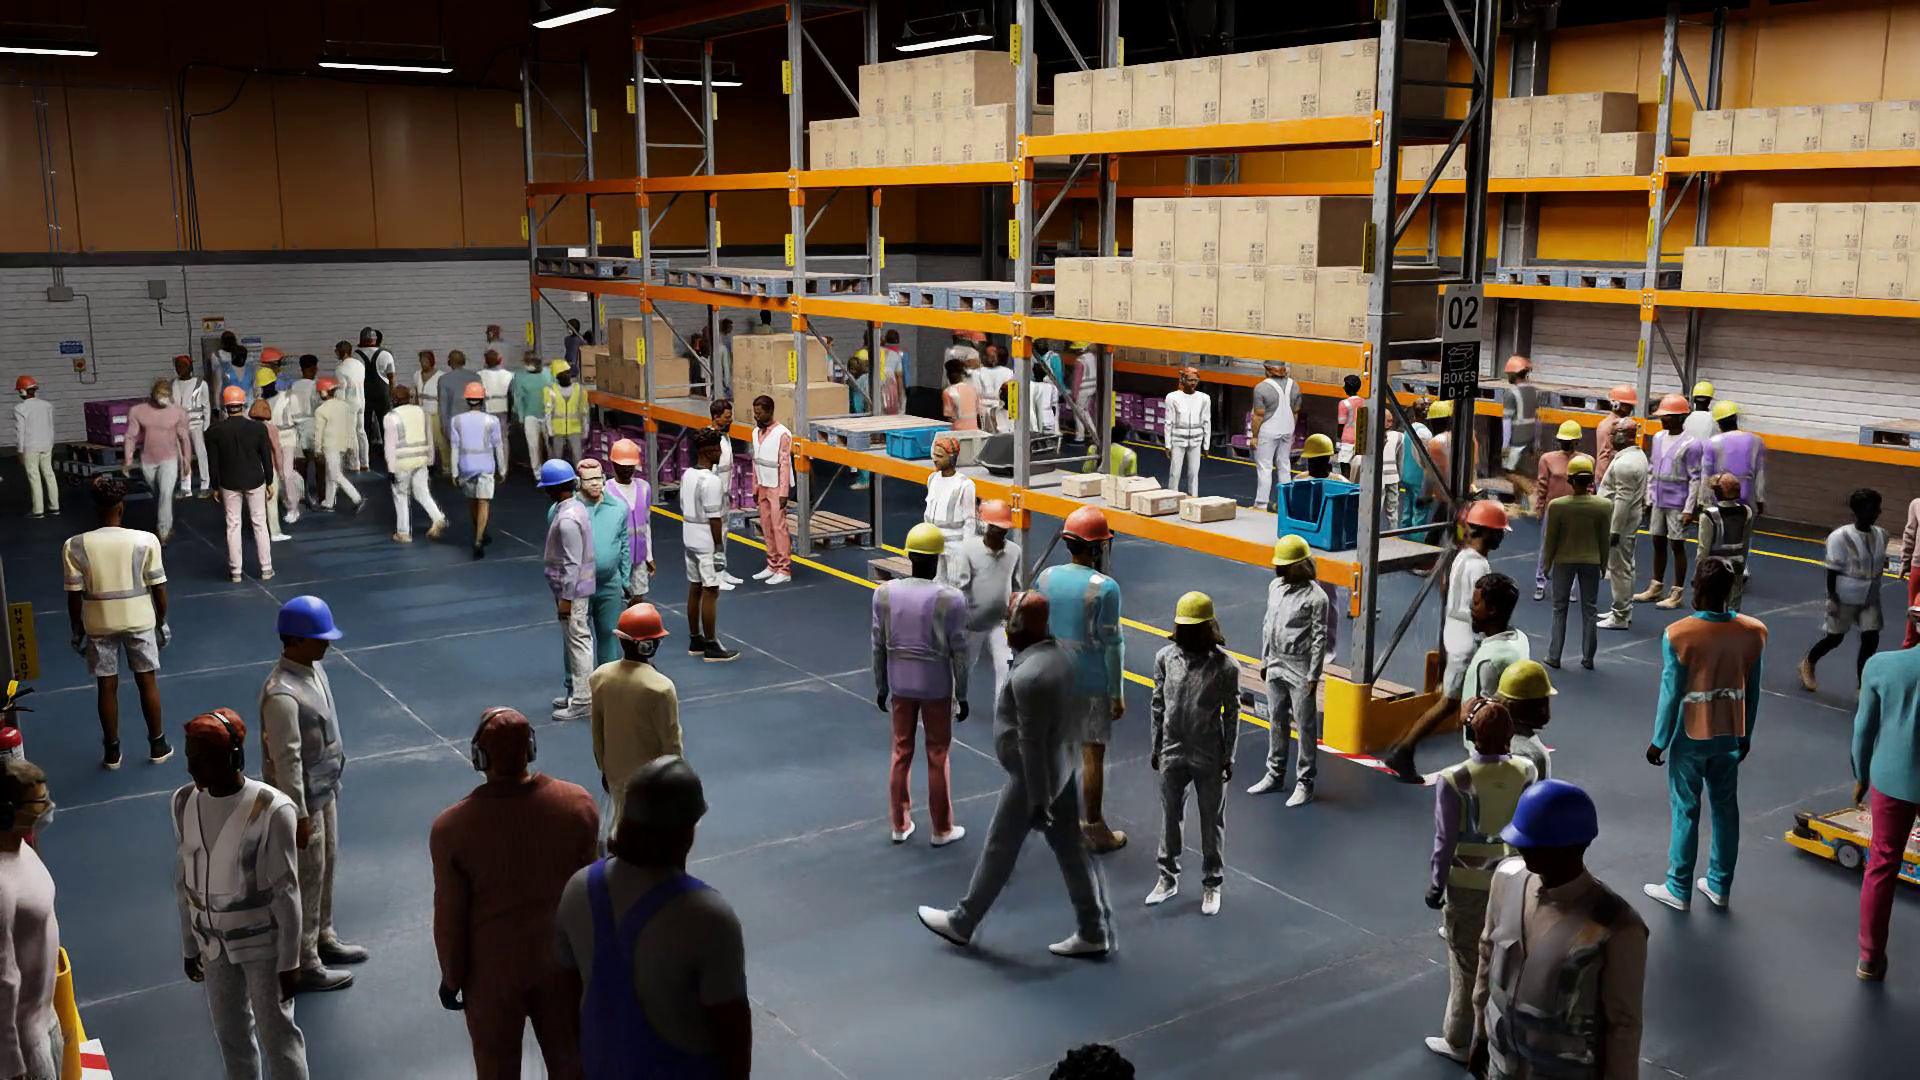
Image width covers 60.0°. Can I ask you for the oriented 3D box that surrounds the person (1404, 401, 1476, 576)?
[{"bbox_3d":[4.917,-0.469,16.770,1.075,1.850,0.573,11,15,43],"label":"person"}]

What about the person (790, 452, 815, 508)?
[{"bbox_3d":[-2.034,-1.349,21.032,0.376,1.934,0.546,-6,12,-27],"label":"person"}]

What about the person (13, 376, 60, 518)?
[{"bbox_3d":[-11.407,-1.150,20.479,0.346,1.746,0.572,3,12,16],"label":"person"}]

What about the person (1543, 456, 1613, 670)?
[{"bbox_3d":[5.039,0.188,13.623,0.525,1.760,0.332,1,11,7],"label":"person"}]

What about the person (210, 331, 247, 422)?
[{"bbox_3d":[-11.642,-2.398,26.564,0.568,1.878,0.353,-11,15,-44],"label":"person"}]

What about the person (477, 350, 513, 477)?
[{"bbox_3d":[-6.698,-1.816,23.797,0.586,1.781,0.975,-8,14,-36],"label":"person"}]

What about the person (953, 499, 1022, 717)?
[{"bbox_3d":[0.176,0.525,12.025,0.560,1.711,0.888,-4,12,-21],"label":"person"}]

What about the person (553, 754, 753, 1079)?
[{"bbox_3d":[-0.941,1.666,5.327,0.691,2.000,0.605,7,13,32],"label":"person"}]

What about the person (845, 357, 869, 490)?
[{"bbox_3d":[-1.392,-1.573,22.474,0.424,1.817,0.575,-8,14,-37],"label":"person"}]

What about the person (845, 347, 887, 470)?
[{"bbox_3d":[-1.260,-1.939,24.395,0.944,1.804,0.579,-11,15,-43],"label":"person"}]

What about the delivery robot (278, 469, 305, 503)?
[{"bbox_3d":[-8.541,-0.730,21.163,0.477,0.478,0.707,-5,12,-23],"label":"delivery robot"}]

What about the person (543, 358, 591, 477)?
[{"bbox_3d":[-5.075,-1.426,21.560,0.605,1.893,0.701,-3,11,-14],"label":"person"}]

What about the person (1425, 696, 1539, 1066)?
[{"bbox_3d":[2.278,1.487,7.268,0.513,1.642,0.313,-4,12,-18],"label":"person"}]

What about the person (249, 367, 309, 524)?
[{"bbox_3d":[-8.247,-1.140,20.070,0.606,1.886,0.761,1,11,5],"label":"person"}]

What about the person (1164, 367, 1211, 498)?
[{"bbox_3d":[2.765,-1.164,20.247,0.581,1.879,0.365,-1,11,-6],"label":"person"}]

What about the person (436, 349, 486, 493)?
[{"bbox_3d":[-6.653,-1.583,22.251,0.630,1.927,0.491,-10,15,-42],"label":"person"}]

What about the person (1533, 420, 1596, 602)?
[{"bbox_3d":[5.804,-0.276,15.975,0.526,1.765,0.329,3,11,15],"label":"person"}]

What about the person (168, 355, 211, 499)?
[{"bbox_3d":[-10.120,-1.478,21.827,0.575,1.882,0.355,1,11,3],"label":"person"}]

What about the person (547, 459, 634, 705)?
[{"bbox_3d":[-2.745,0.336,12.473,0.637,1.911,0.403,-7,13,-34],"label":"person"}]

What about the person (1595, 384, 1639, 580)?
[{"bbox_3d":[6.706,-0.604,17.064,0.377,1.995,0.611,9,14,40],"label":"person"}]

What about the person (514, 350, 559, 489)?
[{"bbox_3d":[-5.694,-1.629,22.571,0.679,1.893,0.774,-2,11,-8],"label":"person"}]

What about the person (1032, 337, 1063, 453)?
[{"bbox_3d":[1.368,-2.268,26.084,0.433,1.807,0.702,-7,13,-32],"label":"person"}]

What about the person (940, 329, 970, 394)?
[{"bbox_3d":[0.017,-2.563,27.341,0.597,1.899,0.860,-7,13,-32],"label":"person"}]

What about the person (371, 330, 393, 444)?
[{"bbox_3d":[-9.441,-2.488,27.065,0.503,1.861,0.329,-11,15,-43],"label":"person"}]

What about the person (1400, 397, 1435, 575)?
[{"bbox_3d":[4.770,-0.567,17.254,0.345,1.846,0.508,-2,11,-12],"label":"person"}]

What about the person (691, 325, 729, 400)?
[{"bbox_3d":[-4.122,-2.577,27.389,0.652,1.906,0.403,-1,11,-7],"label":"person"}]

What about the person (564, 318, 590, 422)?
[{"bbox_3d":[-6.658,-2.894,28.962,0.639,1.925,0.366,10,15,41],"label":"person"}]

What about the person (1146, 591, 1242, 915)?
[{"bbox_3d":[1.238,1.126,8.856,0.488,1.743,0.295,5,12,24],"label":"person"}]

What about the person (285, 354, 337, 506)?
[{"bbox_3d":[-8.255,-1.388,21.175,0.606,1.957,0.373,3,11,13],"label":"person"}]

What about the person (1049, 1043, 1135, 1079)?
[{"bbox_3d":[0.325,2.070,4.151,0.532,1.694,0.319,3,12,16],"label":"person"}]

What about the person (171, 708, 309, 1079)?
[{"bbox_3d":[-2.746,1.549,6.360,0.568,1.878,0.351,4,12,19],"label":"person"}]

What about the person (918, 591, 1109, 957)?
[{"bbox_3d":[0.315,1.175,8.330,1.012,1.848,0.666,4,12,19],"label":"person"}]

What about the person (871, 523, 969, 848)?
[{"bbox_3d":[-0.219,0.850,9.796,0.594,1.924,0.382,4,12,20],"label":"person"}]

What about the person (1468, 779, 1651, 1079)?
[{"bbox_3d":[1.905,1.699,5.410,0.402,1.941,0.602,-6,13,-29],"label":"person"}]

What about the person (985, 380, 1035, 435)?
[{"bbox_3d":[0.551,-0.849,18.600,0.585,1.882,0.337,1,11,4],"label":"person"}]

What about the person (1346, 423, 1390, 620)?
[{"bbox_3d":[3.726,-0.186,15.337,0.395,1.836,0.561,3,11,14],"label":"person"}]

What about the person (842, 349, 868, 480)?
[{"bbox_3d":[-1.370,-1.770,23.433,0.590,1.837,0.404,-8,14,-36],"label":"person"}]

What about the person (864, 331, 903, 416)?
[{"bbox_3d":[-1.239,-2.275,25.496,0.701,2.000,0.886,-3,11,-16],"label":"person"}]

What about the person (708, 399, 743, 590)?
[{"bbox_3d":[-2.408,-0.450,16.513,0.403,1.908,0.597,1,11,4],"label":"person"}]

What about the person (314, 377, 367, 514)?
[{"bbox_3d":[-7.757,-1.174,20.690,0.806,1.721,0.569,3,12,17],"label":"person"}]

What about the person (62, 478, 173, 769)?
[{"bbox_3d":[-5.645,0.560,11.178,0.613,1.963,0.362,-5,12,-22],"label":"person"}]

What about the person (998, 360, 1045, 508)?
[{"bbox_3d":[0.768,-1.376,21.173,0.628,1.938,0.421,-2,11,-13],"label":"person"}]

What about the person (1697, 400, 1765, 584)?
[{"bbox_3d":[7.624,-0.438,16.487,0.643,1.885,0.417,0,11,-2],"label":"person"}]

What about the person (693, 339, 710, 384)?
[{"bbox_3d":[-4.091,-2.325,26.517,0.343,1.743,0.559,-1,11,-4],"label":"person"}]

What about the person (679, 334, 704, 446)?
[{"bbox_3d":[-4.307,-2.436,26.983,0.550,1.804,0.902,9,14,39],"label":"person"}]

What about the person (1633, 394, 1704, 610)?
[{"bbox_3d":[6.683,-0.360,15.688,0.397,2.043,0.609,-3,12,-17],"label":"person"}]

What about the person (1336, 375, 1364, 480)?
[{"bbox_3d":[4.996,-1.264,21.224,0.535,1.691,0.317,-8,14,-35],"label":"person"}]
